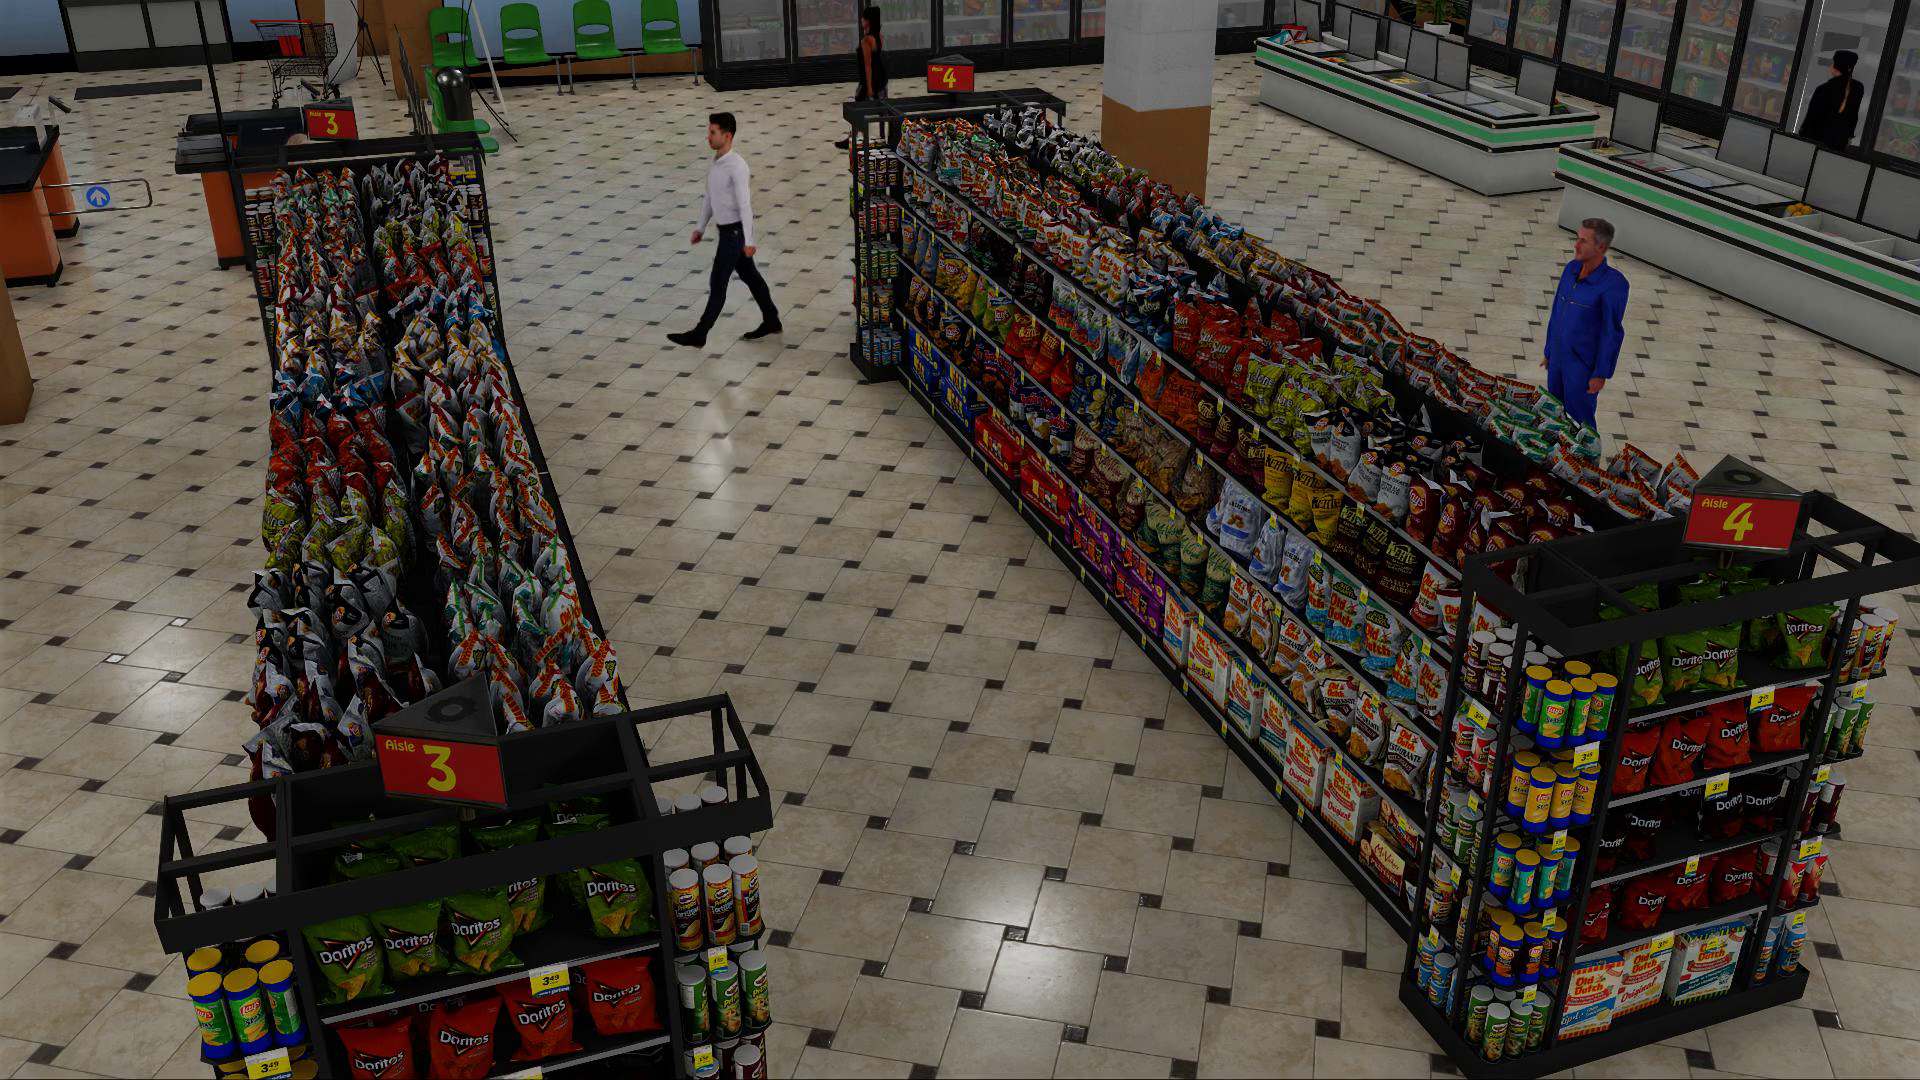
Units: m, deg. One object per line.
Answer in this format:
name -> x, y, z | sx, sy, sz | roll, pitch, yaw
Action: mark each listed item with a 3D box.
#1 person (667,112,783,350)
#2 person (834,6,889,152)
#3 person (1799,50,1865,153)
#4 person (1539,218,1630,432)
person -> -1.675, -2.395, 12.963 | 0.754, 1.820, 1.156 | -12, 29, -22
person -> -0.887, -5.030, 18.387 | 1.129, 1.614, 1.075 | 12, 29, 22
person -> 8.329, -3.782, 15.899 | 0.714, 1.639, 1.028 | -8, 28, -16
person -> 3.888, -1.127, 10.456 | 0.803, 1.827, 0.488 | -8, 28, -15
